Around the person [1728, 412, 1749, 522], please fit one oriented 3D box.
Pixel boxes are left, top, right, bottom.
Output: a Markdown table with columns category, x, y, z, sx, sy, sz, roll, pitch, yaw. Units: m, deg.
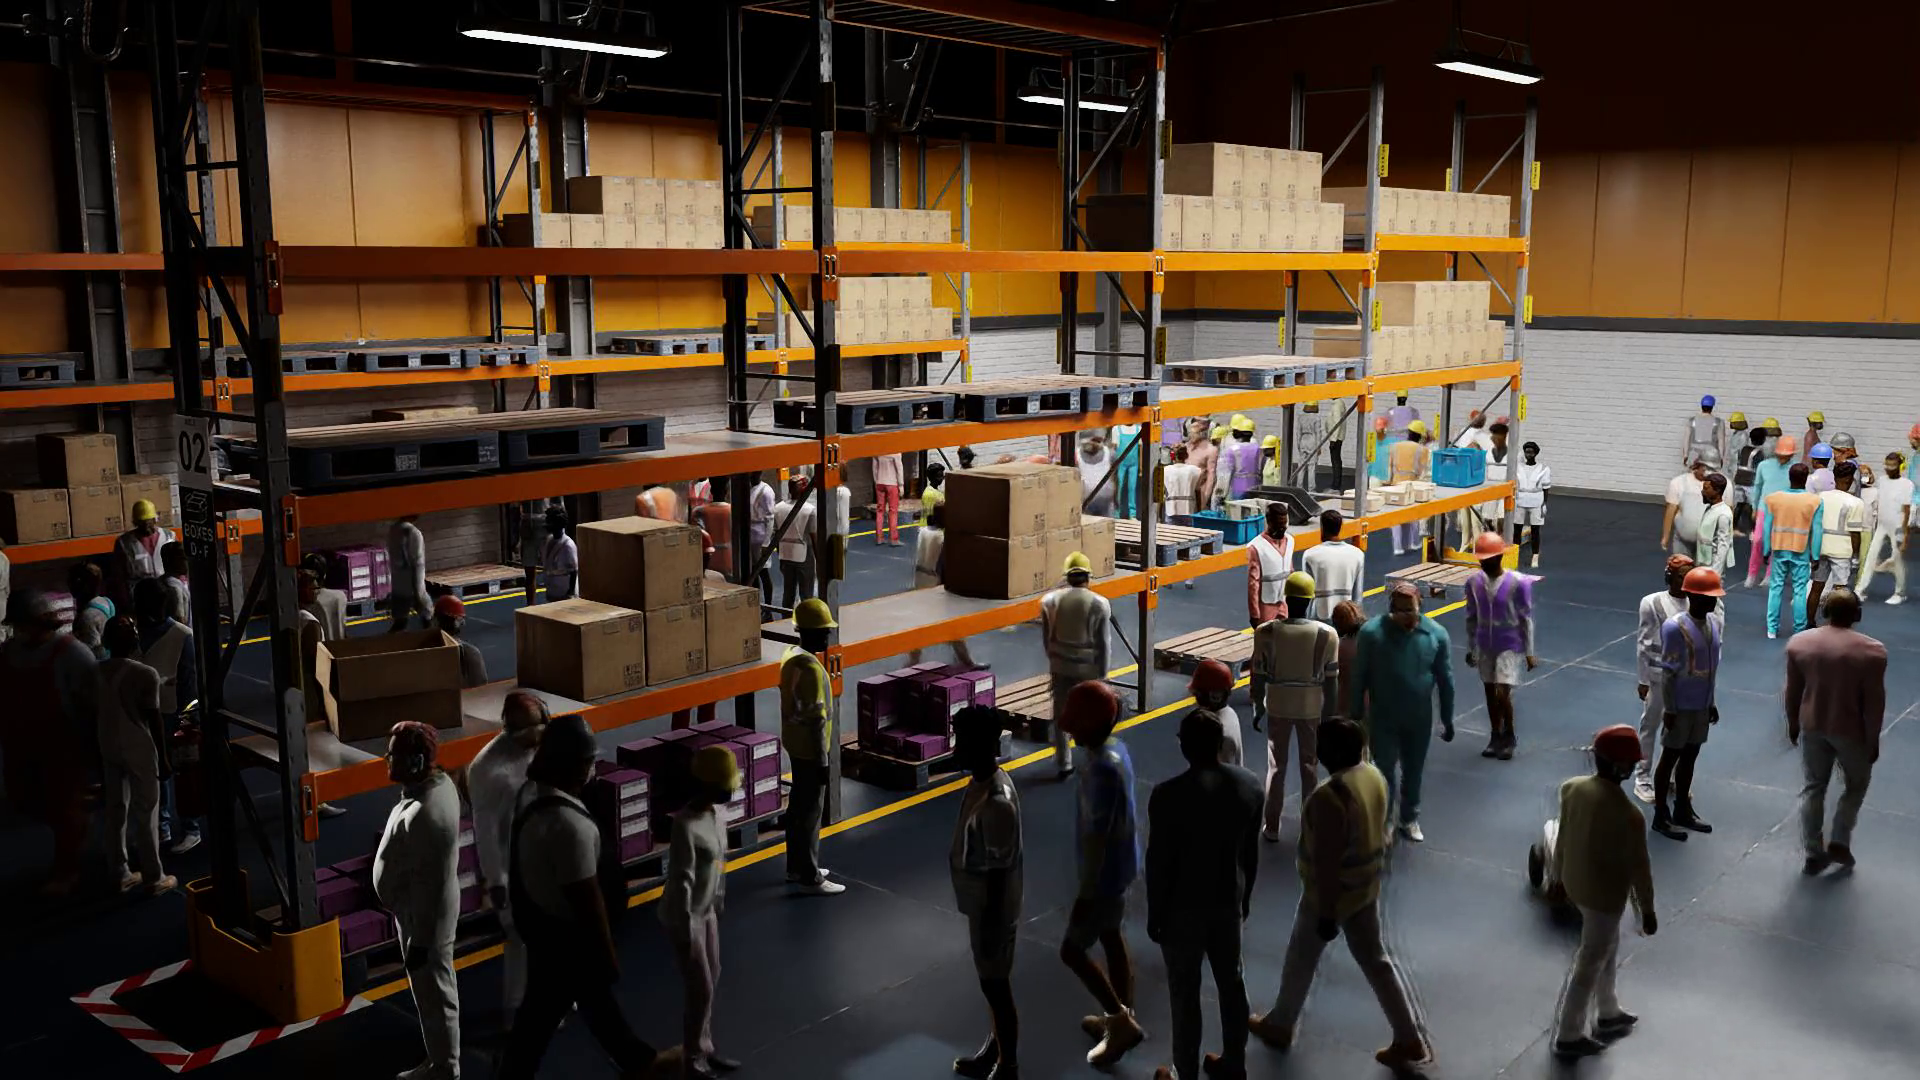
| category | x | y | z | sx | sy | sz | roll | pitch | yaw |
| --- | --- | --- | --- | --- | --- | --- | --- | --- | --- |
| person | 12.136 | -1.144 | 26.032 | 0.323 | 1.737 | 0.485 | 1 | 10 | 8 |

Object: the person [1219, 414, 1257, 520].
| category | x | y | z | sx | sy | sz | roll | pitch | yaw |
| --- | --- | --- | --- | --- | --- | --- | --- | --- | --- |
| person | 3.979 | -0.878 | 23.925 | 0.628 | 1.905 | 0.446 | 8 | 13 | 41 |

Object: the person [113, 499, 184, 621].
| category | x | y | z | sx | sy | sz | roll | pitch | yaw |
| --- | --- | --- | --- | --- | --- | --- | --- | --- | --- |
| person | -7.751 | 0.504 | 15.940 | 0.597 | 1.827 | 0.403 | -7 | 12 | -37 |

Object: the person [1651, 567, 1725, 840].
| category | x | y | z | sx | sy | sz | roll | pitch | yaw |
| --- | --- | --- | --- | --- | --- | --- | --- | --- | --- |
| person | 5.183 | 1.141 | 11.779 | 0.542 | 1.939 | 0.365 | -5 | 11 | -29 |

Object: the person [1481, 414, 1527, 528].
| category | x | y | z | sx | sy | sz | roll | pitch | yaw |
| --- | --- | --- | --- | --- | --- | --- | --- | --- | --- |
| person | 7.839 | -0.883 | 24.123 | 0.939 | 1.872 | 0.654 | -8 | 12 | -40 |

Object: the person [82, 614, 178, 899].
| category | x | y | z | sx | sy | sz | roll | pitch | yaw |
| --- | --- | --- | --- | --- | --- | --- | --- | --- | --- |
| person | -5.307 | 1.384 | 10.638 | 0.505 | 1.839 | 0.348 | 1 | 10 | 8 |

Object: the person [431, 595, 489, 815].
| category | x | y | z | sx | sy | sz | roll | pitch | yaw |
| --- | --- | --- | --- | --- | --- | --- | --- | --- | --- |
| person | -3.569 | 1.235 | 11.898 | 0.600 | 1.697 | 0.885 | 4 | 10 | 21 |

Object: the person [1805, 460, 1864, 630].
| category | x | y | z | sx | sy | sz | roll | pitch | yaw |
| --- | --- | --- | --- | --- | --- | --- | --- | --- | --- |
| person | 9.372 | 0.122 | 17.823 | 0.385 | 1.957 | 0.603 | -5 | 11 | -26 |

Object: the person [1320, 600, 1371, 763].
| category | x | y | z | sx | sy | sz | roll | pitch | yaw |
| --- | --- | --- | --- | --- | --- | --- | --- | --- | --- |
| person | 2.893 | 1.228 | 12.226 | 0.564 | 1.598 | 0.676 | -3 | 10 | -16 |

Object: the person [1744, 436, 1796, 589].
| category | x | y | z | sx | sy | sz | roll | pitch | yaw |
| --- | --- | --- | --- | --- | --- | --- | --- | --- | --- |
| person | 10.095 | -0.331 | 20.560 | 0.638 | 1.930 | 0.791 | 6 | 11 | 33 |

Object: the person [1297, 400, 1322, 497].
| category | x | y | z | sx | sy | sz | roll | pitch | yaw |
| --- | --- | --- | --- | --- | --- | --- | --- | --- | --- |
| person | 6.067 | -1.618 | 28.830 | 0.324 | 1.742 | 0.492 | -8 | 13 | -40 |

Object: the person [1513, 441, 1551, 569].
| category | x | y | z | sx | sy | sz | roll | pitch | yaw |
| --- | --- | --- | --- | --- | --- | --- | --- | --- | --- |
| person | 7.550 | -0.469 | 22.108 | 0.537 | 1.696 | 0.318 | 5 | 11 | 27 |

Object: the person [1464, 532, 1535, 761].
| category | x | y | z | sx | sy | sz | roll | pitch | yaw |
| --- | --- | --- | --- | --- | --- | --- | --- | --- | --- |
| person | 4.362 | 0.865 | 13.529 | 0.556 | 1.902 | 0.572 | -9 | 13 | -43 |

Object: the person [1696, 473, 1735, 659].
| category | x | y | z | sx | sy | sz | roll | pitch | yaw |
| --- | --- | --- | --- | --- | --- | --- | --- | --- | --- |
| person | 7.715 | 0.268 | 17.053 | 0.392 | 1.919 | 0.590 | 2 | 10 | 9 |

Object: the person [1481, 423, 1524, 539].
| category | x | y | z | sx | sy | sz | roll | pitch | yaw |
| --- | --- | --- | --- | --- | --- | --- | --- | --- | --- |
| person | 7.221 | -0.613 | 22.257 | 0.628 | 1.935 | 0.605 | 6 | 11 | 33 |

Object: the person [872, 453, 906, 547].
| category | x | y | z | sx | sy | sz | roll | pitch | yaw |
| --- | --- | --- | --- | --- | --- | --- | --- | --- | --- |
| person | -1.017 | -0.783 | 23.767 | 0.530 | 1.772 | 0.303 | 7 | 12 | 35 |

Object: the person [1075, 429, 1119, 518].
| category | x | y | z | sx | sy | sz | roll | pitch | yaw |
| --- | --- | --- | --- | --- | --- | --- | --- | --- | --- |
| person | 1.712 | -0.550 | 21.569 | 0.719 | 2.000 | 0.614 | 0 | 10 | 0 |

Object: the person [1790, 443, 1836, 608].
| category | x | y | z | sx | sy | sz | roll | pitch | yaw |
| --- | --- | --- | --- | --- | --- | --- | --- | --- | --- |
| person | 10.086 | -0.167 | 19.557 | 0.605 | 1.949 | 0.399 | -4 | 10 | -23 |

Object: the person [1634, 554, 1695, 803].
| category | x | y | z | sx | sy | sz | roll | pitch | yaw |
| --- | --- | --- | --- | --- | --- | --- | --- | --- | --- |
| person | 5.367 | 1.038 | 12.558 | 0.573 | 1.883 | 0.354 | -3 | 10 | -16 |

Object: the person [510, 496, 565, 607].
| category | x | y | z | sx | sy | sz | roll | pitch | yaw |
| --- | --- | --- | --- | --- | --- | --- | --- | --- | --- |
| person | -4.702 | -0.035 | 18.485 | 0.612 | 2.041 | 0.394 | 1 | 10 | 9 |

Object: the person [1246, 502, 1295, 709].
| category | x | y | z | sx | sy | sz | roll | pitch | yaw |
| --- | --- | --- | --- | --- | --- | --- | --- | --- | --- |
| person | 2.824 | 0.591 | 15.167 | 0.598 | 1.908 | 0.401 | -8 | 13 | -41 |

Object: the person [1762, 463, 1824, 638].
| category | x | y | z | sx | sy | sz | roll | pitch | yaw |
| --- | --- | --- | --- | --- | --- | --- | --- | --- | --- |
| person | 8.936 | 0.128 | 17.887 | 0.590 | 1.919 | 0.397 | 8 | 13 | 41 |

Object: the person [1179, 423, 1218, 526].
| category | x | y | z | sx | sy | sz | roll | pitch | yaw |
| --- | --- | --- | --- | --- | --- | --- | --- | --- | --- |
| person | 3.229 | -0.687 | 22.952 | 0.656 | 1.861 | 0.903 | 8 | 12 | 38 |

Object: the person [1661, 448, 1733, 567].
| category | x | y | z | sx | sy | sz | roll | pitch | yaw |
| --- | --- | --- | --- | --- | --- | --- | --- | --- | --- |
| person | 8.243 | -0.059 | 18.639 | 0.704 | 2.000 | 0.787 | 4 | 10 | 24 |

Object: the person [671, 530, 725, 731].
| category | x | y | z | sx | sy | sz | roll | pitch | yaw |
| --- | --- | --- | --- | --- | --- | --- | --- | --- | --- |
| person | -2.059 | 0.894 | 13.087 | 0.377 | 1.995 | 0.608 | 8 | 13 | 41 |

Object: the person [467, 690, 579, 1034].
| category | x | y | z | sx | sy | sz | roll | pitch | yaw |
| --- | --- | --- | --- | --- | --- | --- | --- | --- | --- |
| person | -2.268 | 1.681 | 8.766 | 0.442 | 1.875 | 0.683 | 6 | 11 | 30 |

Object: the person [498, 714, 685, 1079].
| category | x | y | z | sx | sy | sz | roll | pitch | yaw |
| --- | --- | --- | --- | --- | --- | --- | --- | --- | --- |
| person | -1.777 | 1.758 | 7.788 | 1.031 | 2.000 | 0.703 | -4 | 11 | -25 |

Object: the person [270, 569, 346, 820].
| category | x | y | z | sx | sy | sz | roll | pitch | yaw |
| --- | --- | --- | --- | --- | --- | --- | --- | --- | --- |
| person | -4.806 | 1.128 | 12.132 | 0.571 | 1.843 | 0.373 | 8 | 13 | 40 |

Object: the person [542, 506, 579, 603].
| category | x | y | z | sx | sy | sz | roll | pitch | yaw |
| --- | --- | --- | --- | --- | --- | --- | --- | --- | --- |
| person | -3.905 | 0.507 | 16.283 | 0.321 | 1.697 | 0.535 | -8 | 12 | -40 |

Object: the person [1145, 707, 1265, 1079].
| category | x | y | z | sx | sy | sz | roll | pitch | yaw |
| --- | --- | --- | --- | --- | --- | --- | --- | --- | --- |
| person | 1.181 | 1.765 | 8.106 | 0.624 | 1.930 | 0.368 | -4 | 10 | -23 |

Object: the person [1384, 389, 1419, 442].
| category | x | y | z | sx | sy | sz | roll | pitch | yaw |
| --- | --- | --- | --- | --- | --- | --- | --- | --- | --- |
| person | 7.556 | -1.657 | 28.523 | 0.588 | 1.925 | 0.377 | 1 | 10 | 8 |

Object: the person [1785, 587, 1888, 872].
| category | x | y | z | sx | sy | sz | roll | pitch | yaw |
| --- | --- | --- | --- | --- | --- | --- | --- | --- | --- |
| person | 5.830 | 1.263 | 11.089 | 0.501 | 1.920 | 0.646 | -9 | 13 | -42 |

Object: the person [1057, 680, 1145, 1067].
| category | x | y | z | sx | sy | sz | roll | pitch | yaw |
| --- | --- | --- | --- | --- | --- | --- | --- | --- | --- |
| person | 0.706 | 1.674 | 8.380 | 0.441 | 2.017 | 0.712 | 2 | 10 | 10 |

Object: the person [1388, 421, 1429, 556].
| category | x | y | z | sx | sy | sz | roll | pitch | yaw |
| --- | --- | --- | --- | --- | --- | --- | --- | --- | --- |
| person | 6.271 | -0.734 | 23.176 | 0.616 | 1.859 | 0.933 | 7 | 12 | 36 |

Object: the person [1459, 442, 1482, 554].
| category | x | y | z | sx | sy | sz | roll | pitch | yaw |
| --- | --- | --- | --- | --- | --- | --- | --- | --- | --- |
| person | 6.936 | -0.516 | 22.577 | 0.289 | 1.633 | 0.499 | -4 | 10 | -24 |

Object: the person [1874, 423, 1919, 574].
| category | x | y | z | sx | sy | sz | roll | pitch | yaw |
| --- | --- | --- | --- | --- | --- | --- | --- | --- | --- |
| person | 12.489 | -0.525 | 21.597 | 1.055 | 1.998 | 0.630 | 3 | 10 | 15 |

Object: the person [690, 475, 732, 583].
| category | x | y | z | sx | sy | sz | roll | pitch | yaw |
| --- | --- | --- | --- | --- | --- | --- | --- | --- | --- |
| person | -2.430 | 0.260 | 16.954 | 0.606 | 1.967 | 0.367 | 0 | 10 | 2 |

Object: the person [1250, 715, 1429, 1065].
| category | x | y | z | sx | sy | sz | roll | pitch | yaw |
| --- | --- | --- | --- | --- | --- | --- | --- | --- | --- |
| person | 1.970 | 1.771 | 8.448 | 0.958 | 1.801 | 0.644 | 8 | 13 | 41 |
